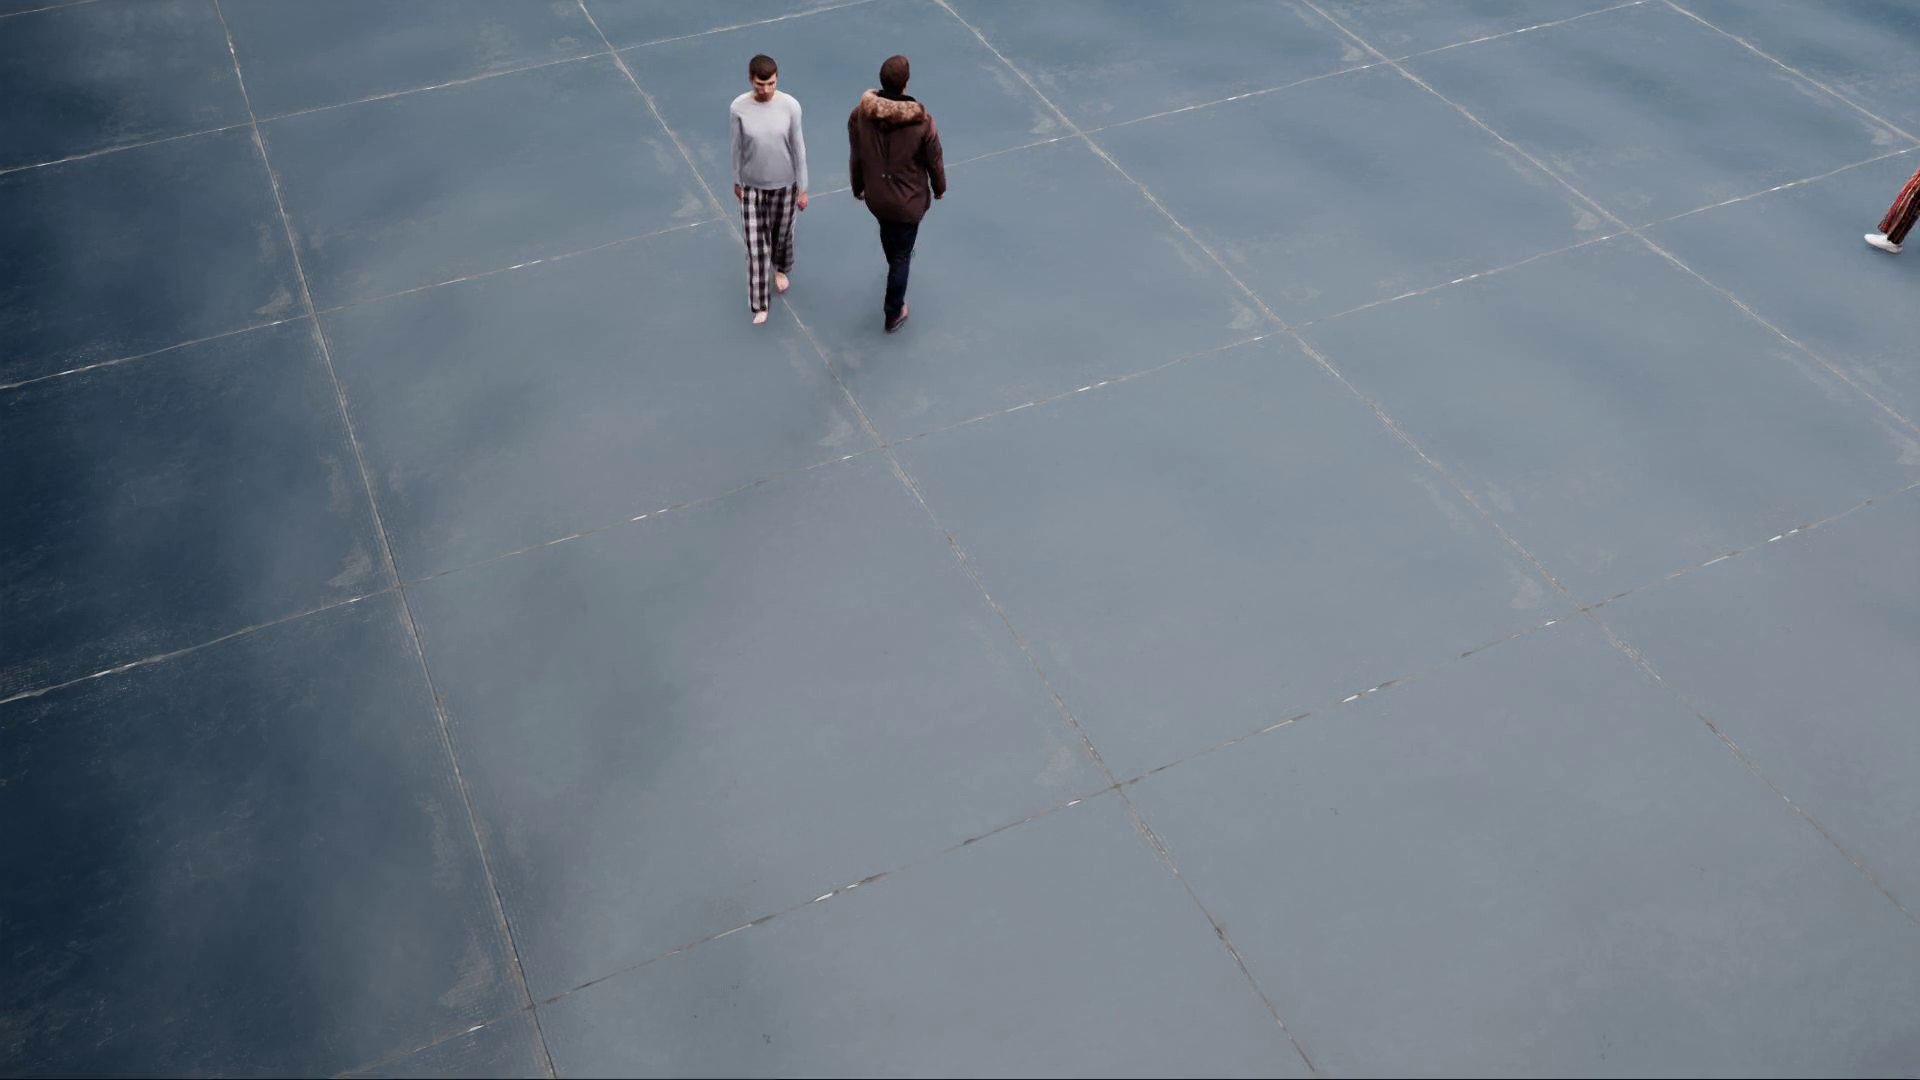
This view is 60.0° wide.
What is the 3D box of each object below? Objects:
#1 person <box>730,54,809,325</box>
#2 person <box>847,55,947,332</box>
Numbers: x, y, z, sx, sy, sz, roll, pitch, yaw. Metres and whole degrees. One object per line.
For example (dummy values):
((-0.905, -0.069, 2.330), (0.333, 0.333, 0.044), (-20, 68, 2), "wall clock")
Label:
((-1.264, -2.421, 11.076), (0.895, 1.810, 1.172), (-3, 42, -3), "person")
((-0.451, -2.204, 10.839), (1.174, 1.807, 1.241), (13, 44, 13), "person")
